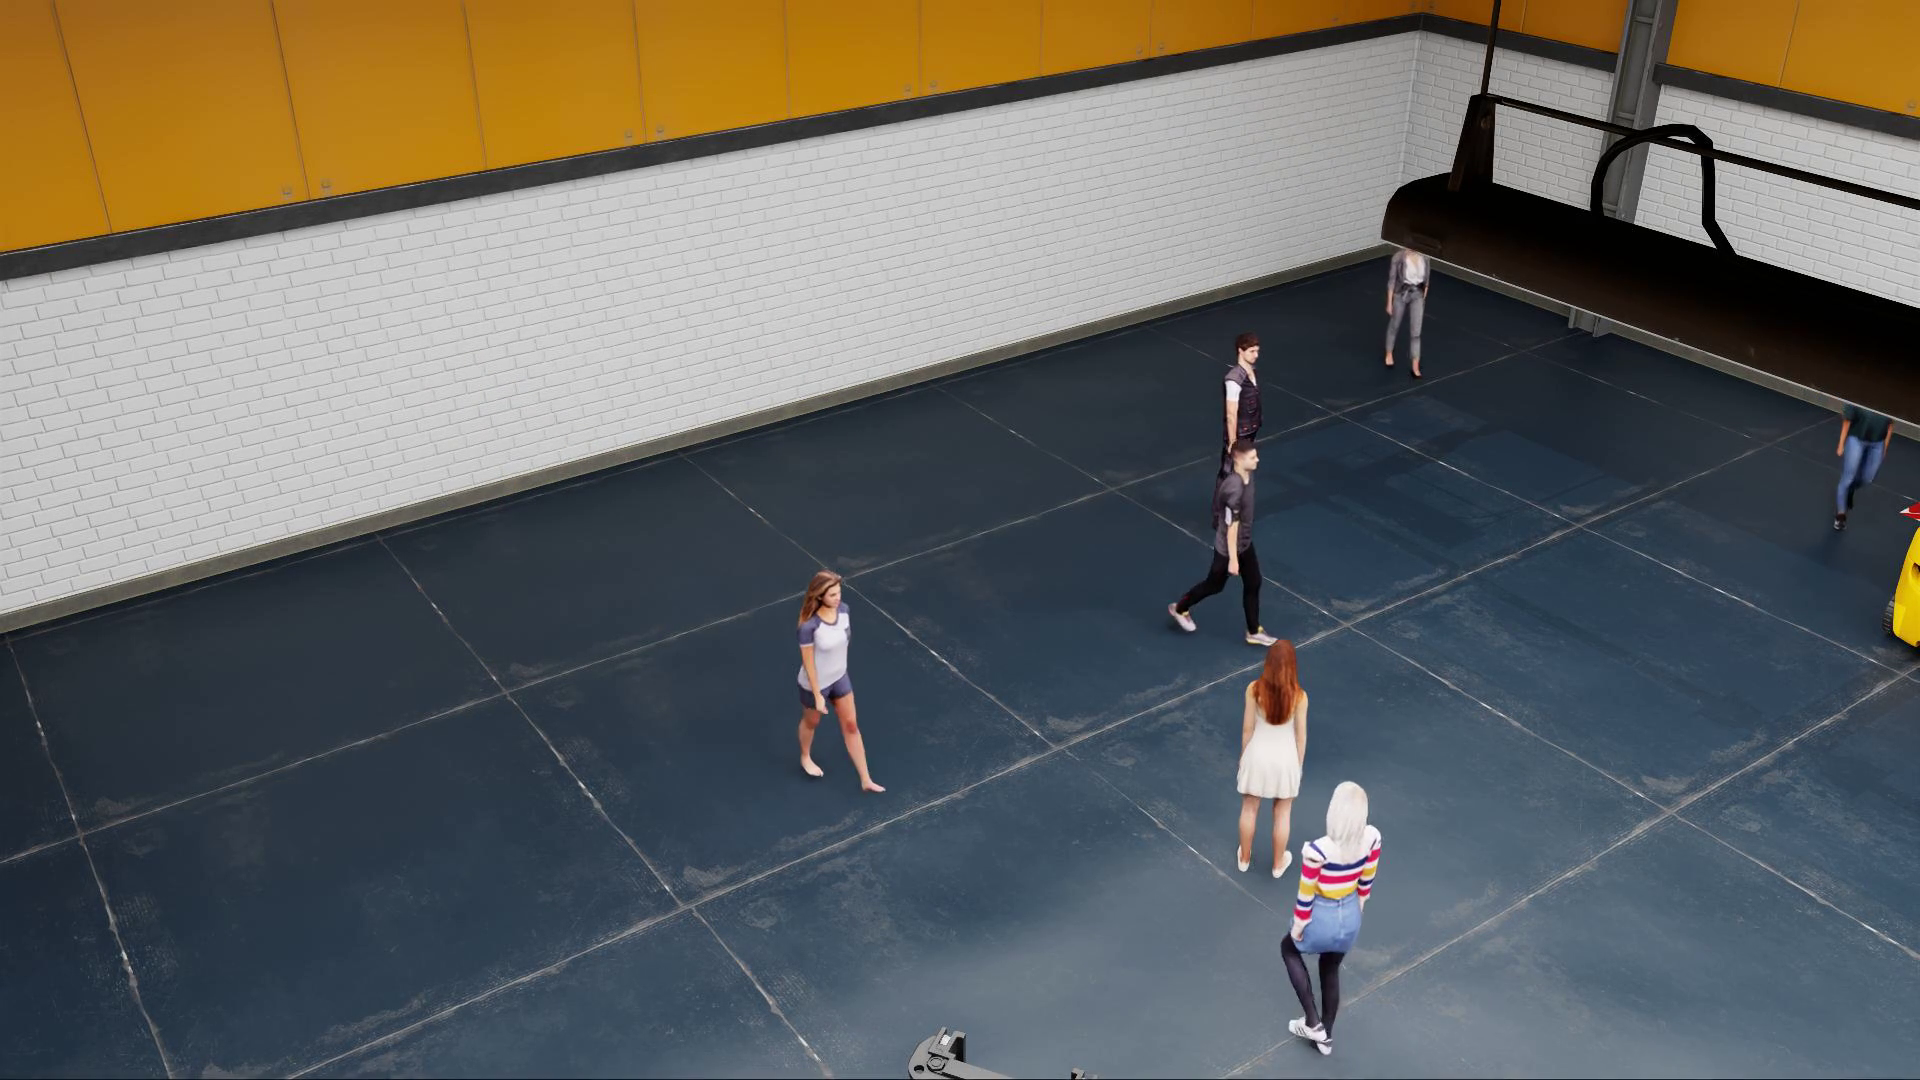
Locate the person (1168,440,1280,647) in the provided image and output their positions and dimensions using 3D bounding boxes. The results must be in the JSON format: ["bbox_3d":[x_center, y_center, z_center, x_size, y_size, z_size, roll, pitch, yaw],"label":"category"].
[{"bbox_3d":[2.058,0.037,12.977,1.241,1.729,0.983,15,32,25],"label":"person"}]

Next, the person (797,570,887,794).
[{"bbox_3d":[-0.992,0.939,11.365,0.663,1.689,1.026,-23,36,-35],"label":"person"}]

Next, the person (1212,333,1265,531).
[{"bbox_3d":[2.453,-0.960,14.681,0.751,1.848,0.752,13,31,23],"label":"person"}]

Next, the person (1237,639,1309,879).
[{"bbox_3d":[1.968,1.382,10.533,0.626,1.709,0.707,9,30,16],"label":"person"}]

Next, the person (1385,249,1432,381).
[{"bbox_3d":[4.763,-2.585,17.875,0.937,1.641,1.114,-3,29,-6],"label":"person"}]

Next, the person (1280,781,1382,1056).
[{"bbox_3d":[2.058,2.120,9.085,0.732,1.799,0.695,-10,30,-17],"label":"person"}]

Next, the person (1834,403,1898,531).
[{"bbox_3d":[8.037,-0.890,14.804,0.807,1.607,0.855,8,30,15],"label":"person"}]
